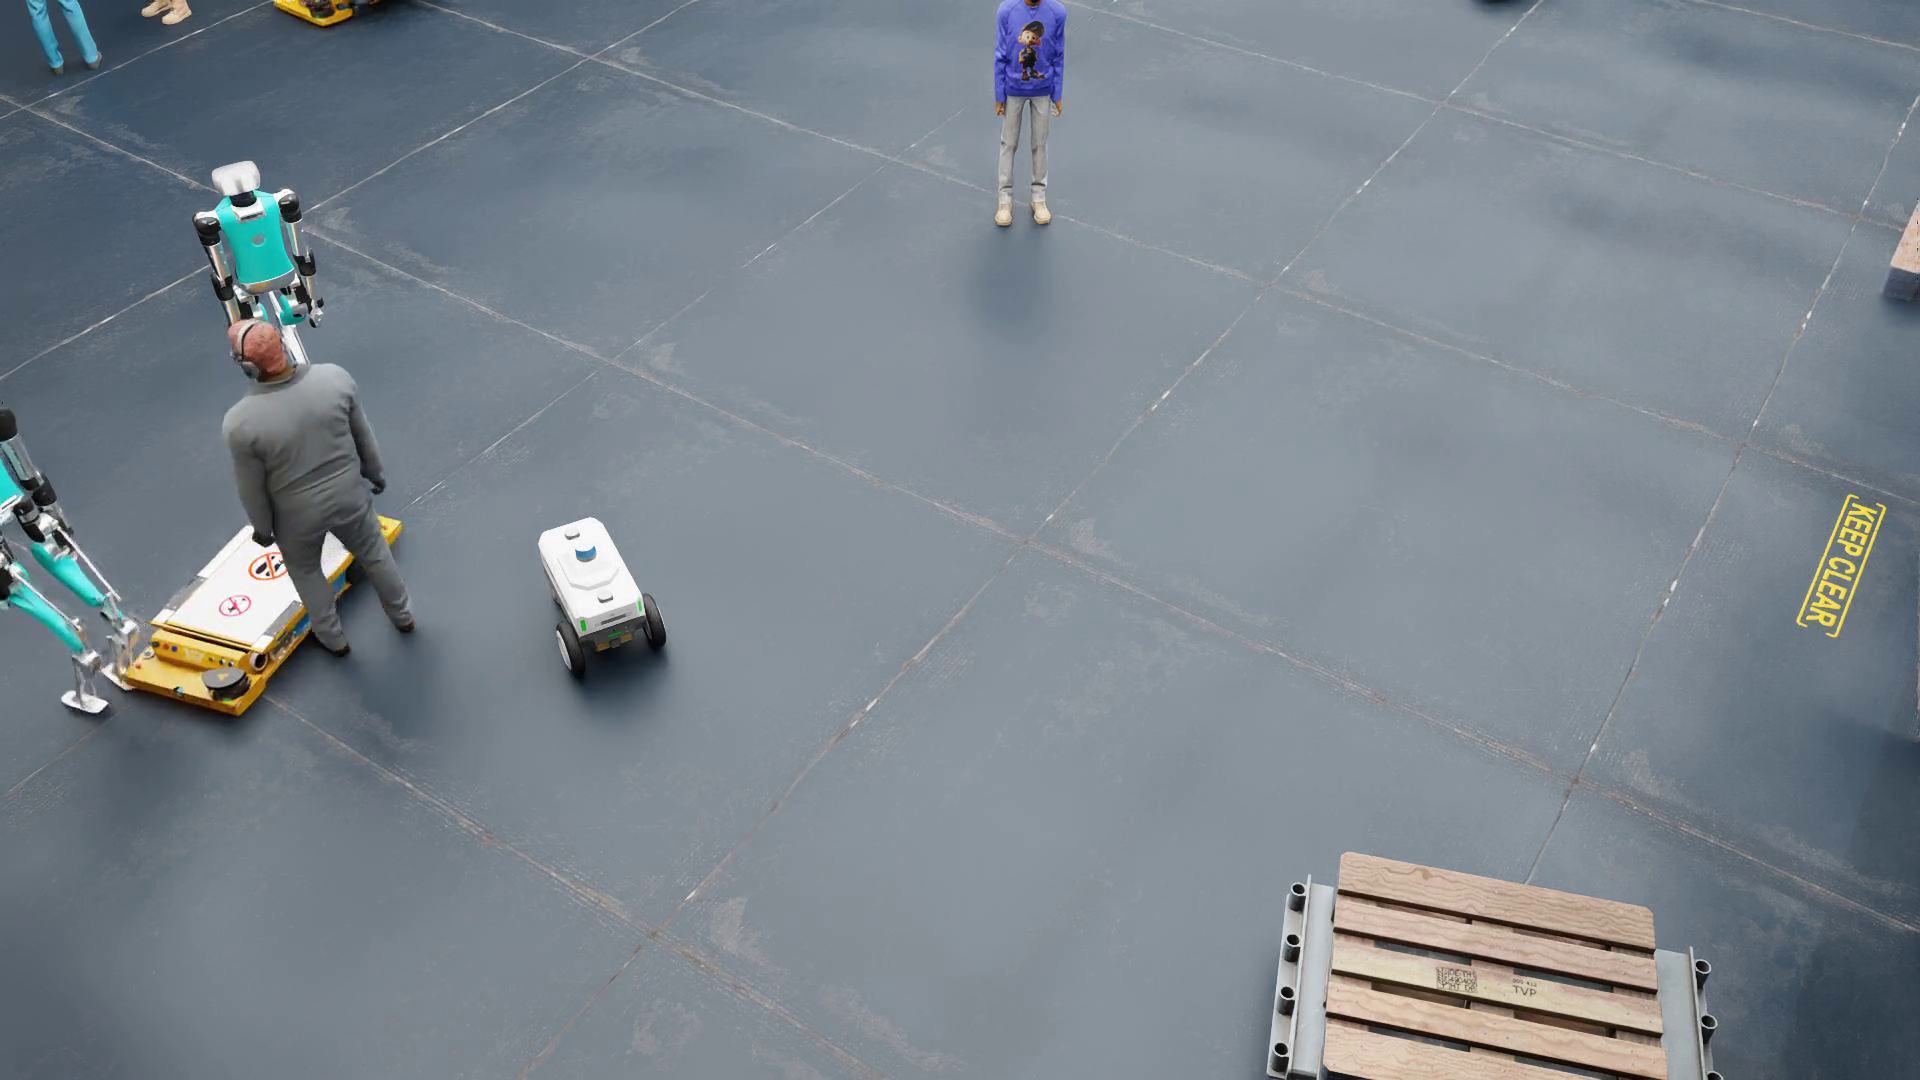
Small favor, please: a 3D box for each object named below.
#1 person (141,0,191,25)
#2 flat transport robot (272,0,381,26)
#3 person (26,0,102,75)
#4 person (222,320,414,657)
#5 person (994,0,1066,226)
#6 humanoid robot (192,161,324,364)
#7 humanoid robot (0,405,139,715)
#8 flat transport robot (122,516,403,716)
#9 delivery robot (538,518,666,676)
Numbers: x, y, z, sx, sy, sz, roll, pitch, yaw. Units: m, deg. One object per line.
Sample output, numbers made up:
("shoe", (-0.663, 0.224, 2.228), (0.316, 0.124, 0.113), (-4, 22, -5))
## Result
("person", (-6.601, -5.017, 13.291), (0.475, 1.738, 0.309), (22, 46, 23))
("flat transport robot", (-5.031, -4.750, 14.095), (0.659, 0.231, 1.431), (27, 48, 27))
("person", (-6.988, -4.413, 12.545), (0.557, 1.837, 0.391), (-10, 43, -11))
("person", (-3.043, -0.227, 7.826), (0.682, 1.894, 0.441), (-33, 51, -32))
("person", (0.449, -2.933, 10.862), (0.458, 1.871, 0.352), (-2, 42, -3))
("humanoid robot", (-3.822, -1.384, 9.126), (0.533, 1.677, 0.735), (-24, 47, -25))
("humanoid robot", (-4.121, 0.127, 7.503), (0.740, 1.741, 0.531), (20, 46, 21))
("flat transport robot", (-3.530, 0.269, 8.479), (0.659, 0.231, 1.431), (12, 43, 14))
("delivery robot", (-1.828, 0.239, 8.287), (0.499, 0.581, 0.774), (-19, 45, -20))
